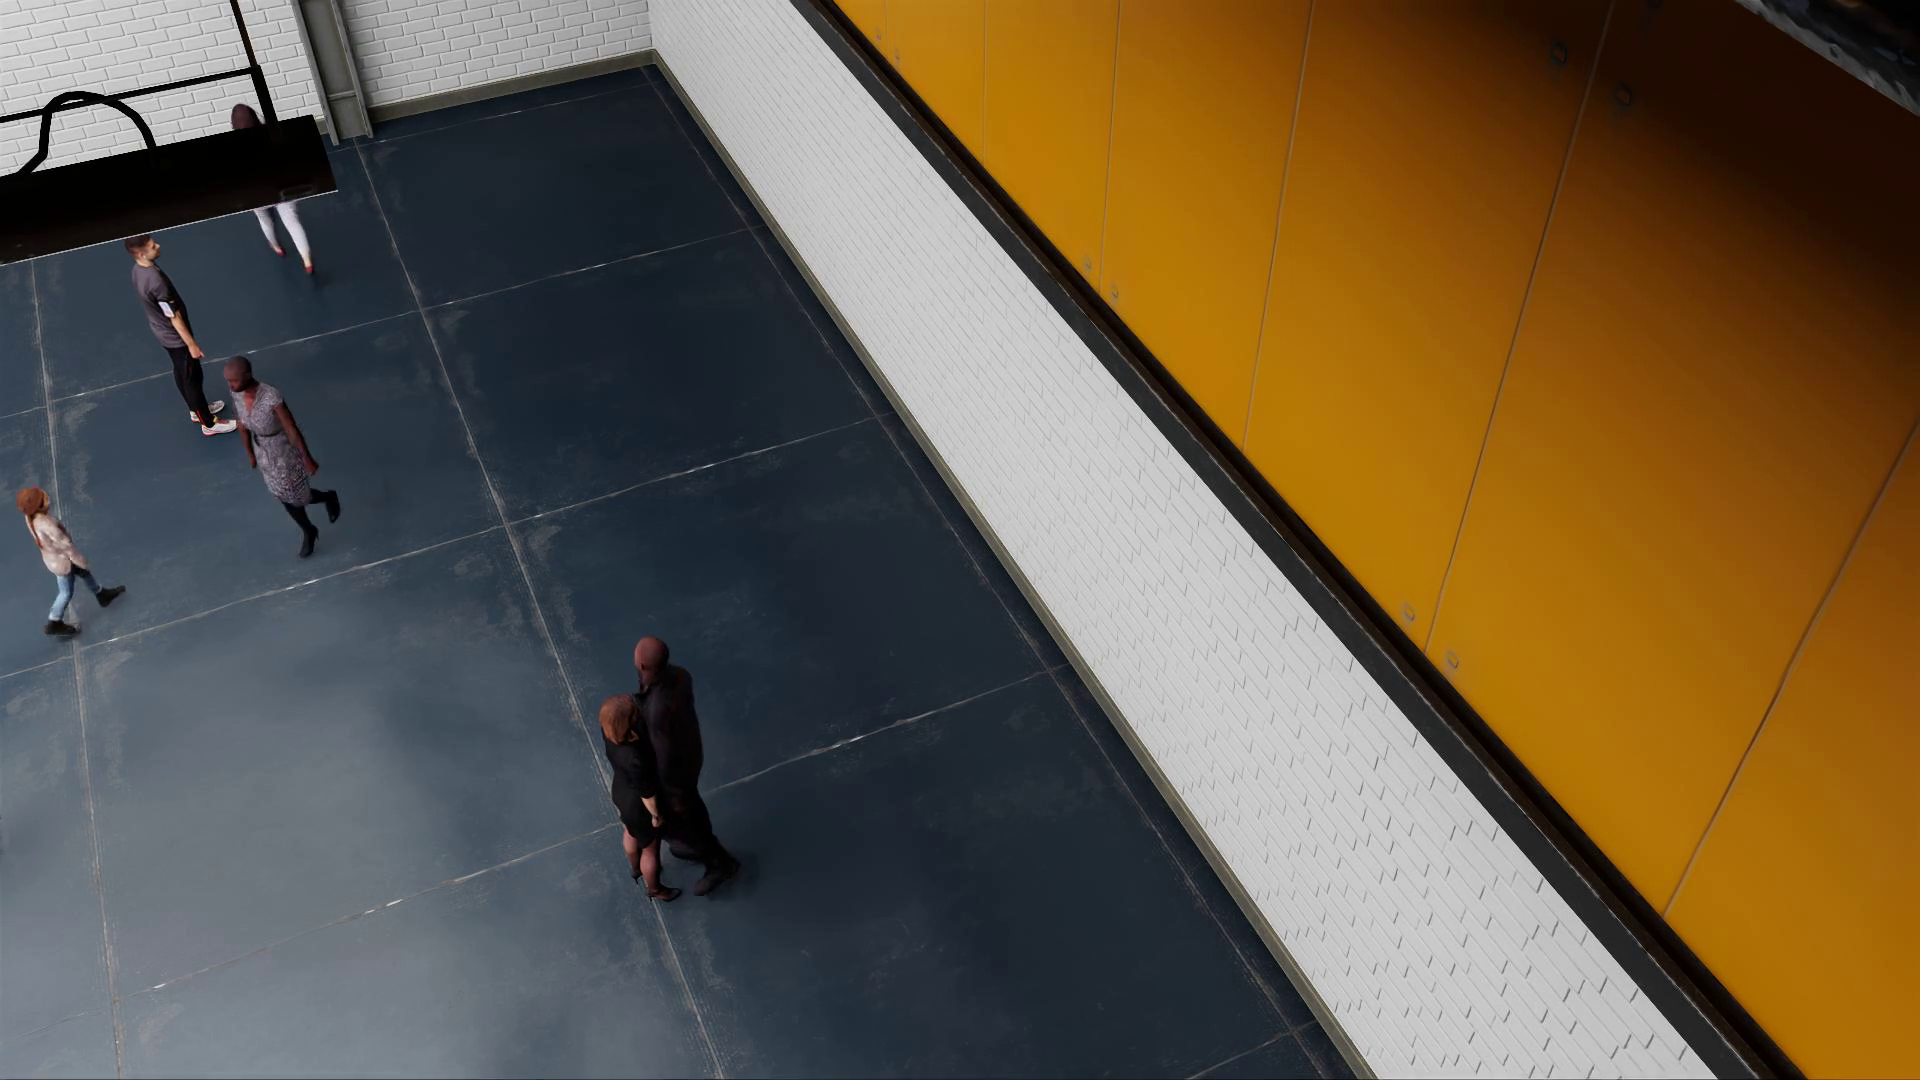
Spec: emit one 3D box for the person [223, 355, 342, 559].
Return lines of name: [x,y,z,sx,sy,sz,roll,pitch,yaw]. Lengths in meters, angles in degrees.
person: [-4.699,-0.631,11.635,0.893,1.772,0.949,15,46,15]

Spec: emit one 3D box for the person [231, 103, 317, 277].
person: [-5.868,-2.951,14.213,1.070,1.575,0.837,-27,50,-26]

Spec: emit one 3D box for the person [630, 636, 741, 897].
person: [-1.596,1.316,9.584,0.966,1.782,0.950,-5,44,-6]

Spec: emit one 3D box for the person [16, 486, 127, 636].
person: [-6.128,0.148,11.246,0.886,1.181,0.659,-34,53,-31]

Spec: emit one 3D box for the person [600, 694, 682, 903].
person: [-1.842,1.473,9.474,0.547,1.706,0.621,-26,49,-25]

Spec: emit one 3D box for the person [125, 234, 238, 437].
person: [-5.961,-1.572,12.628,0.613,1.764,0.686,-28,50,-26]
